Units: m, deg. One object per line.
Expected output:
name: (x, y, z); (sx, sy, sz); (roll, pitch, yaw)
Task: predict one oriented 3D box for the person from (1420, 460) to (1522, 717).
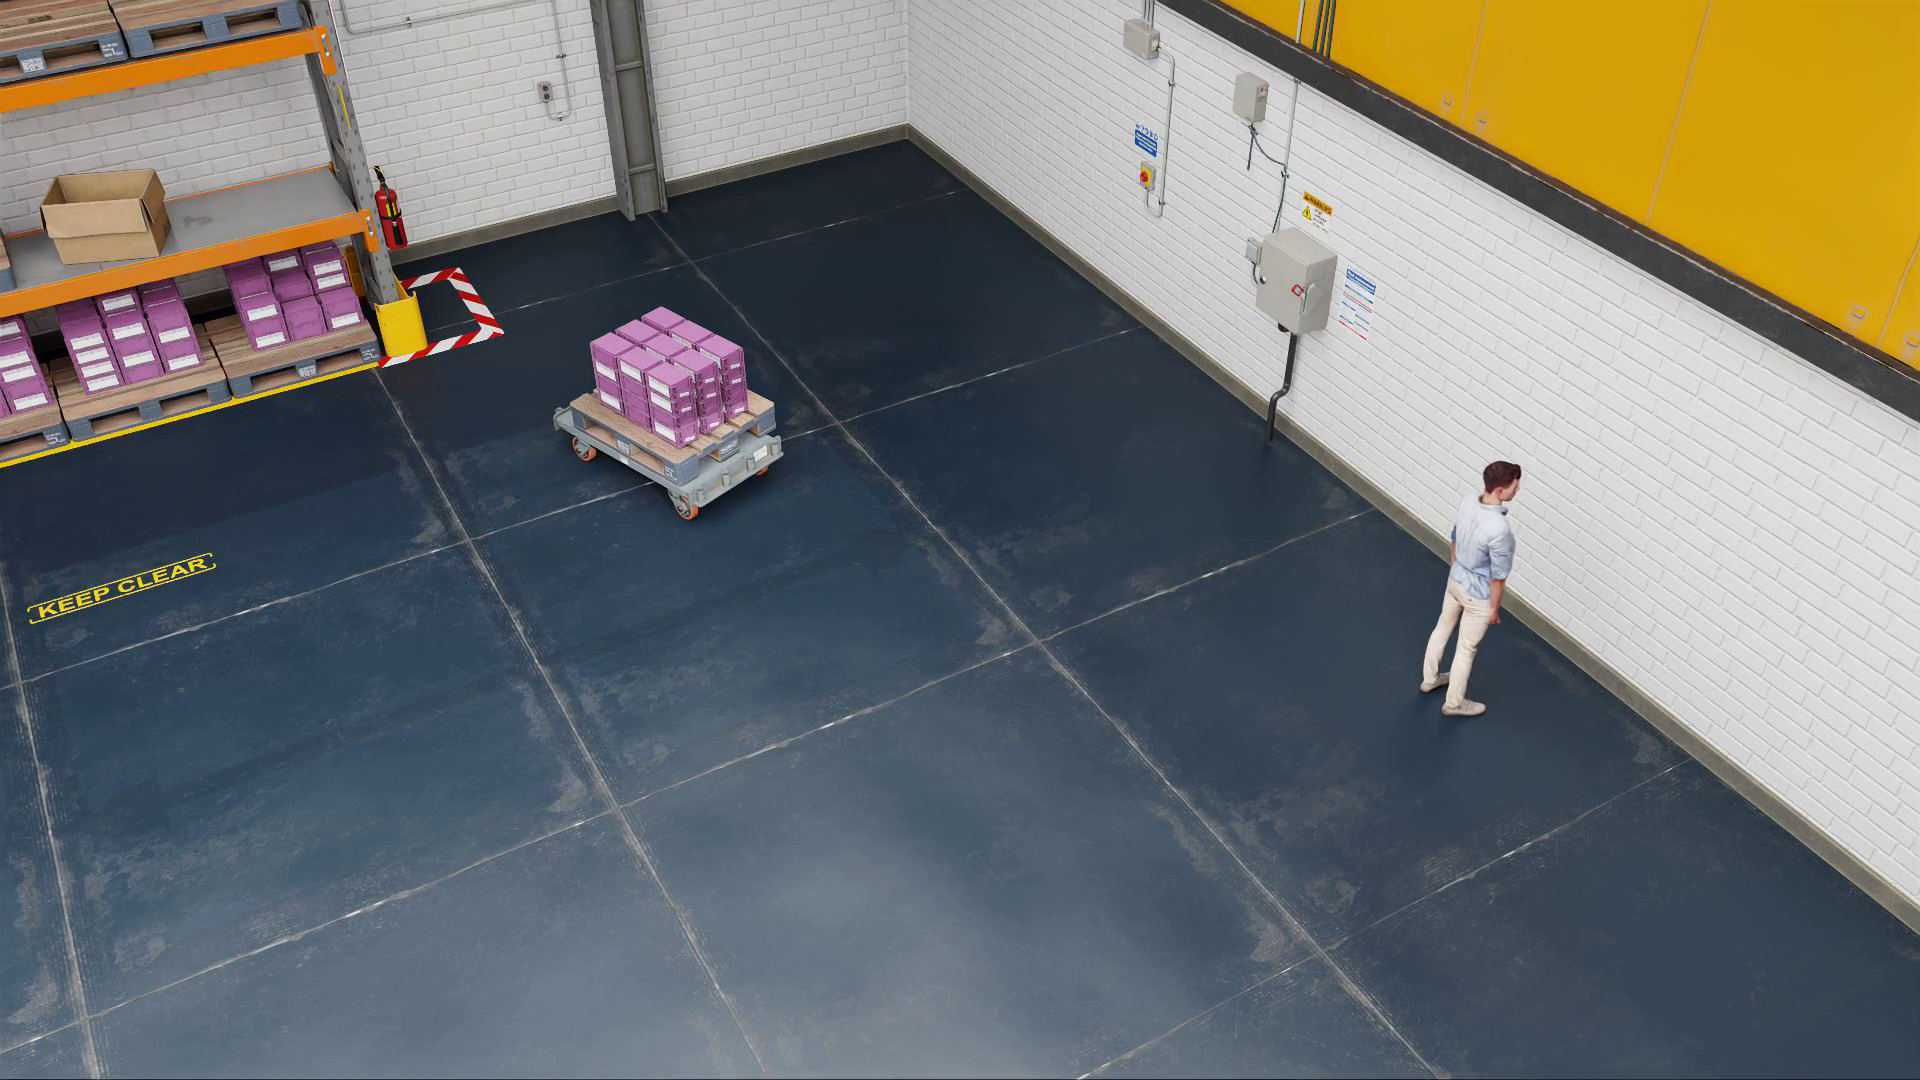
person: (3.148, 0.288, 10.241); (0.633, 1.847, 0.696); (-11, 40, -13)
